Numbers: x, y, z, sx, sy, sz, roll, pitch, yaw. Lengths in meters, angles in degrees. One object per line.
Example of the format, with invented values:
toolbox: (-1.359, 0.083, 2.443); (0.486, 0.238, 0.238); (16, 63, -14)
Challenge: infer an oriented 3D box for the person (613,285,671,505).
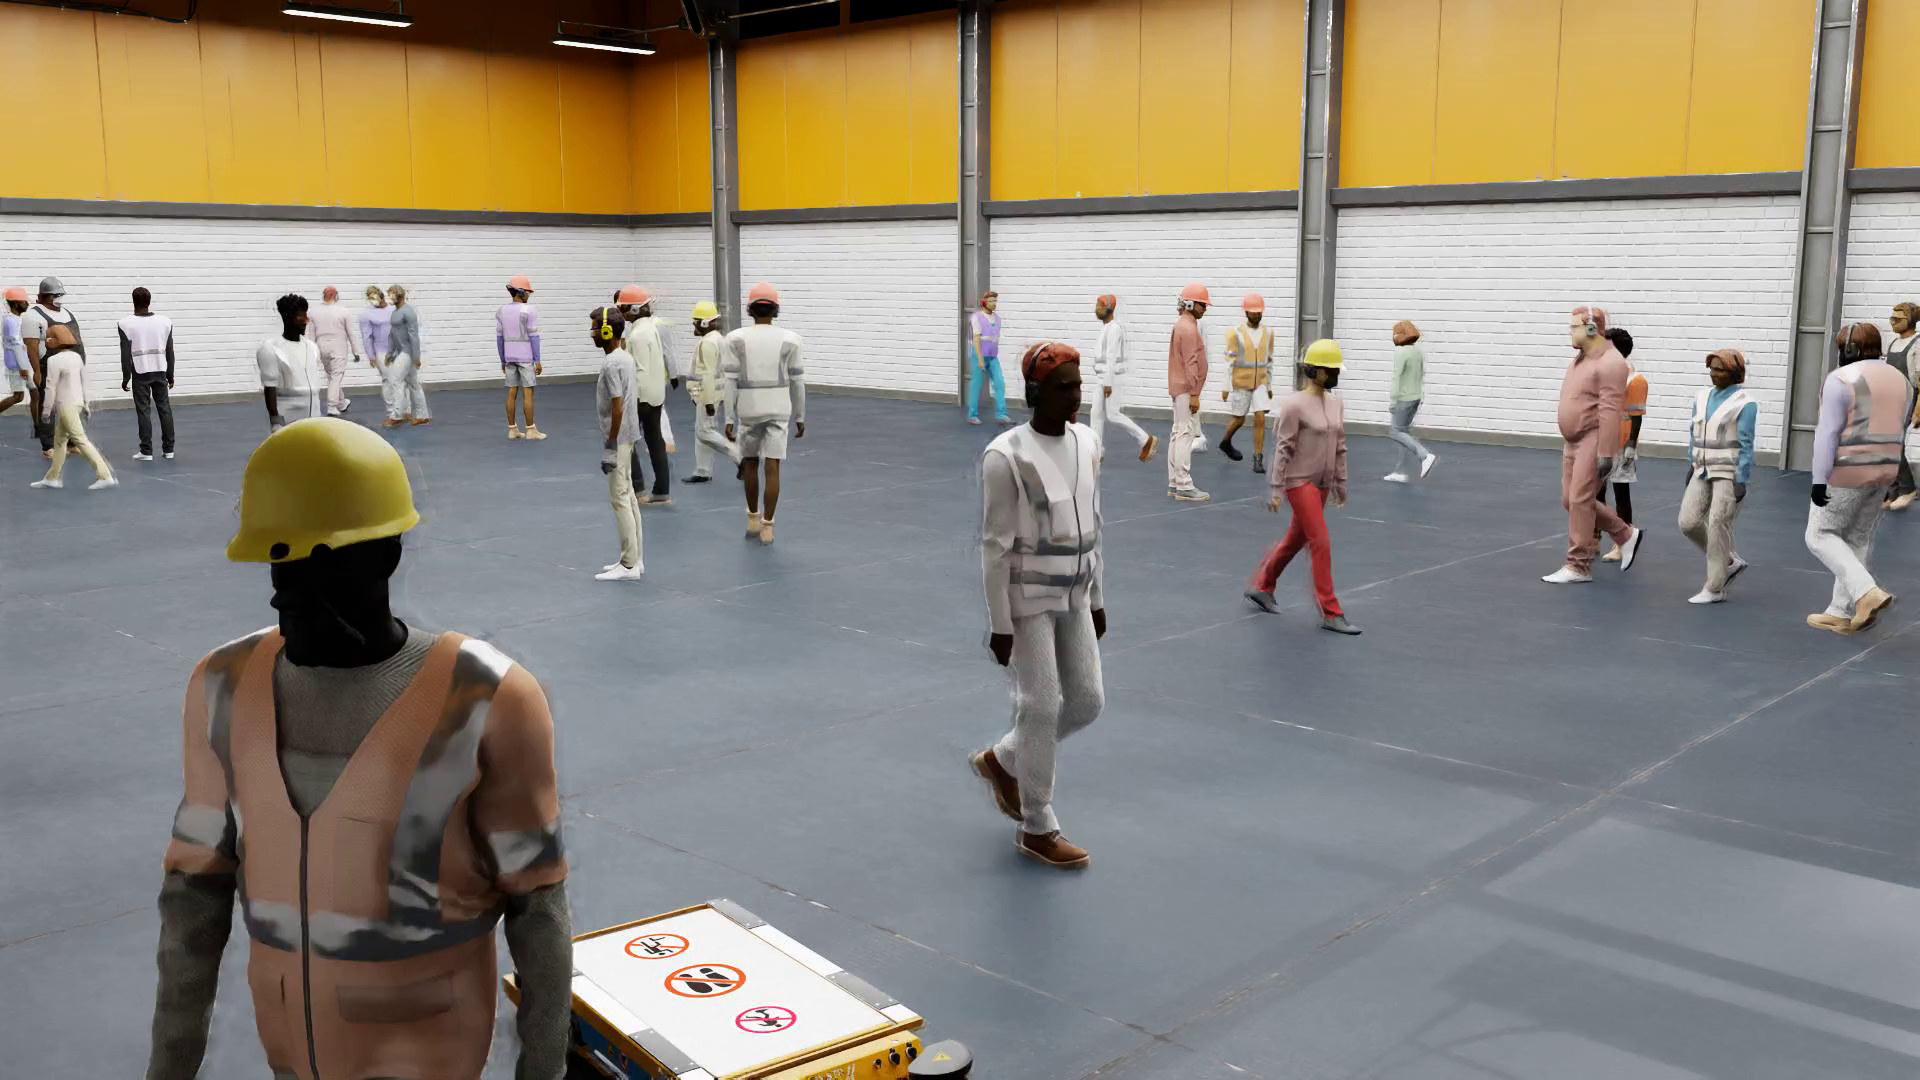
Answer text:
person: (-2.880, -1.275, 14.822); (0.622, 1.971, 0.633); (1, 9, 4)

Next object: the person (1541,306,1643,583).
person: (4.325, -0.643, 11.266); (0.700, 1.879, 0.672); (-1, 9, -3)

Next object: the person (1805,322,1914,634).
person: (5.191, -0.337, 9.567); (0.669, 1.817, 0.544); (-4, 10, -21)

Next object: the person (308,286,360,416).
person: (-9.103, -2.762, 24.294); (0.672, 1.852, 0.970); (1, 9, 5)

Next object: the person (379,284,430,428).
person: (-7.517, -2.447, 22.219); (0.863, 1.902, 0.637); (-6, 11, -32)

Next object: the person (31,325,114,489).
person: (-8.559, -1.269, 15.969); (0.846, 1.590, 0.513); (0, 9, 0)

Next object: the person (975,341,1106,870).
person: (0.264, 0.222, 5.968); (0.517, 1.870, 0.591); (9, 13, 43)

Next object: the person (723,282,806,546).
person: (-1.514, -0.989, 12.953); (0.626, 2.011, 0.830); (-1, 9, -6)

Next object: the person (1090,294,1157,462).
person: (1.676, -1.720, 17.933); (0.820, 1.864, 0.573); (-1, 9, -9)

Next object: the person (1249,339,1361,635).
person: (2.062, -0.346, 9.934); (0.530, 1.717, 0.905); (-8, 12, -41)

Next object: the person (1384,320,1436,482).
person: (4.479, -1.359, 16.439); (0.539, 1.609, 0.545); (8, 13, 42)

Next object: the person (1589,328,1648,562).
person: (4.729, -0.691, 12.102); (0.318, 1.697, 0.535); (-5, 10, -26)

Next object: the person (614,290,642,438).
person: (-4.220, -2.194, 20.806); (0.333, 1.866, 0.515); (-4, 10, -24)

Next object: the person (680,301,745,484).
person: (-2.394, -1.425, 16.252); (0.673, 1.814, 0.598); (0, 9, -1)

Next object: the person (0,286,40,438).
person: (-11.746, -2.186, 20.632); (0.832, 1.911, 0.551); (-3, 10, -18)

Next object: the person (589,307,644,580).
person: (-2.349, -0.654, 11.360); (0.310, 1.864, 0.533); (0, 9, 0)

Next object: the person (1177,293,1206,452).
person: (2.646, -1.919, 19.155); (0.441, 1.850, 0.564); (0, 9, -3)

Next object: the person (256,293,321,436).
person: (-5.340, -0.990, 13.206); (0.910, 1.939, 0.597); (5, 10, 26)

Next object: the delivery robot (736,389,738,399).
delivery robot: (-3.672, -2.343, 25.434); (0.707, 0.478, 0.477); (6, 11, 32)

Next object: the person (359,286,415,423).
person: (-7.834, -2.532, 22.806); (0.690, 1.891, 0.456); (-8, 12, -41)

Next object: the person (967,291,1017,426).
person: (0.420, -2.428, 22.401); (0.590, 1.813, 0.857); (-9, 13, -44)

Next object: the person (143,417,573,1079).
person: (-0.928, 0.775, 2.480); (0.597, 1.904, 0.666); (3, 10, 19)

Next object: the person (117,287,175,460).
person: (-9.029, -1.846, 18.504); (0.391, 1.920, 0.593); (8, 12, 39)

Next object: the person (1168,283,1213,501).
person: (2.111, -1.361, 15.321); (0.391, 1.987, 0.608); (-1, 9, -3)

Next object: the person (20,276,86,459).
person: (-10.102, -1.936, 18.683); (0.538, 2.000, 0.690); (3, 10, 17)

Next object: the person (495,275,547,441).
person: (-5.415, -2.235, 20.529); (0.605, 2.037, 0.394); (4, 10, 24)

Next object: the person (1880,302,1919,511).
person: (8.161, -1.147, 14.469); (0.402, 1.835, 0.537); (0, 9, 0)

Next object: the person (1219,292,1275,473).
person: (3.017, -1.672, 17.557); (0.590, 1.894, 0.854); (-2, 9, -10)

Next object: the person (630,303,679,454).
person: (-3.499, -1.869, 18.998); (0.569, 1.803, 0.644); (-7, 12, -37)

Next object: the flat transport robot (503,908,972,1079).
flat transport robot: (-0.622, 1.277, 4.391); (0.652, 0.197, 1.431); (-7, 12, -37)

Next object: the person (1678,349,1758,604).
person: (4.810, -0.397, 10.515); (0.408, 1.623, 0.539); (-3, 10, -16)
